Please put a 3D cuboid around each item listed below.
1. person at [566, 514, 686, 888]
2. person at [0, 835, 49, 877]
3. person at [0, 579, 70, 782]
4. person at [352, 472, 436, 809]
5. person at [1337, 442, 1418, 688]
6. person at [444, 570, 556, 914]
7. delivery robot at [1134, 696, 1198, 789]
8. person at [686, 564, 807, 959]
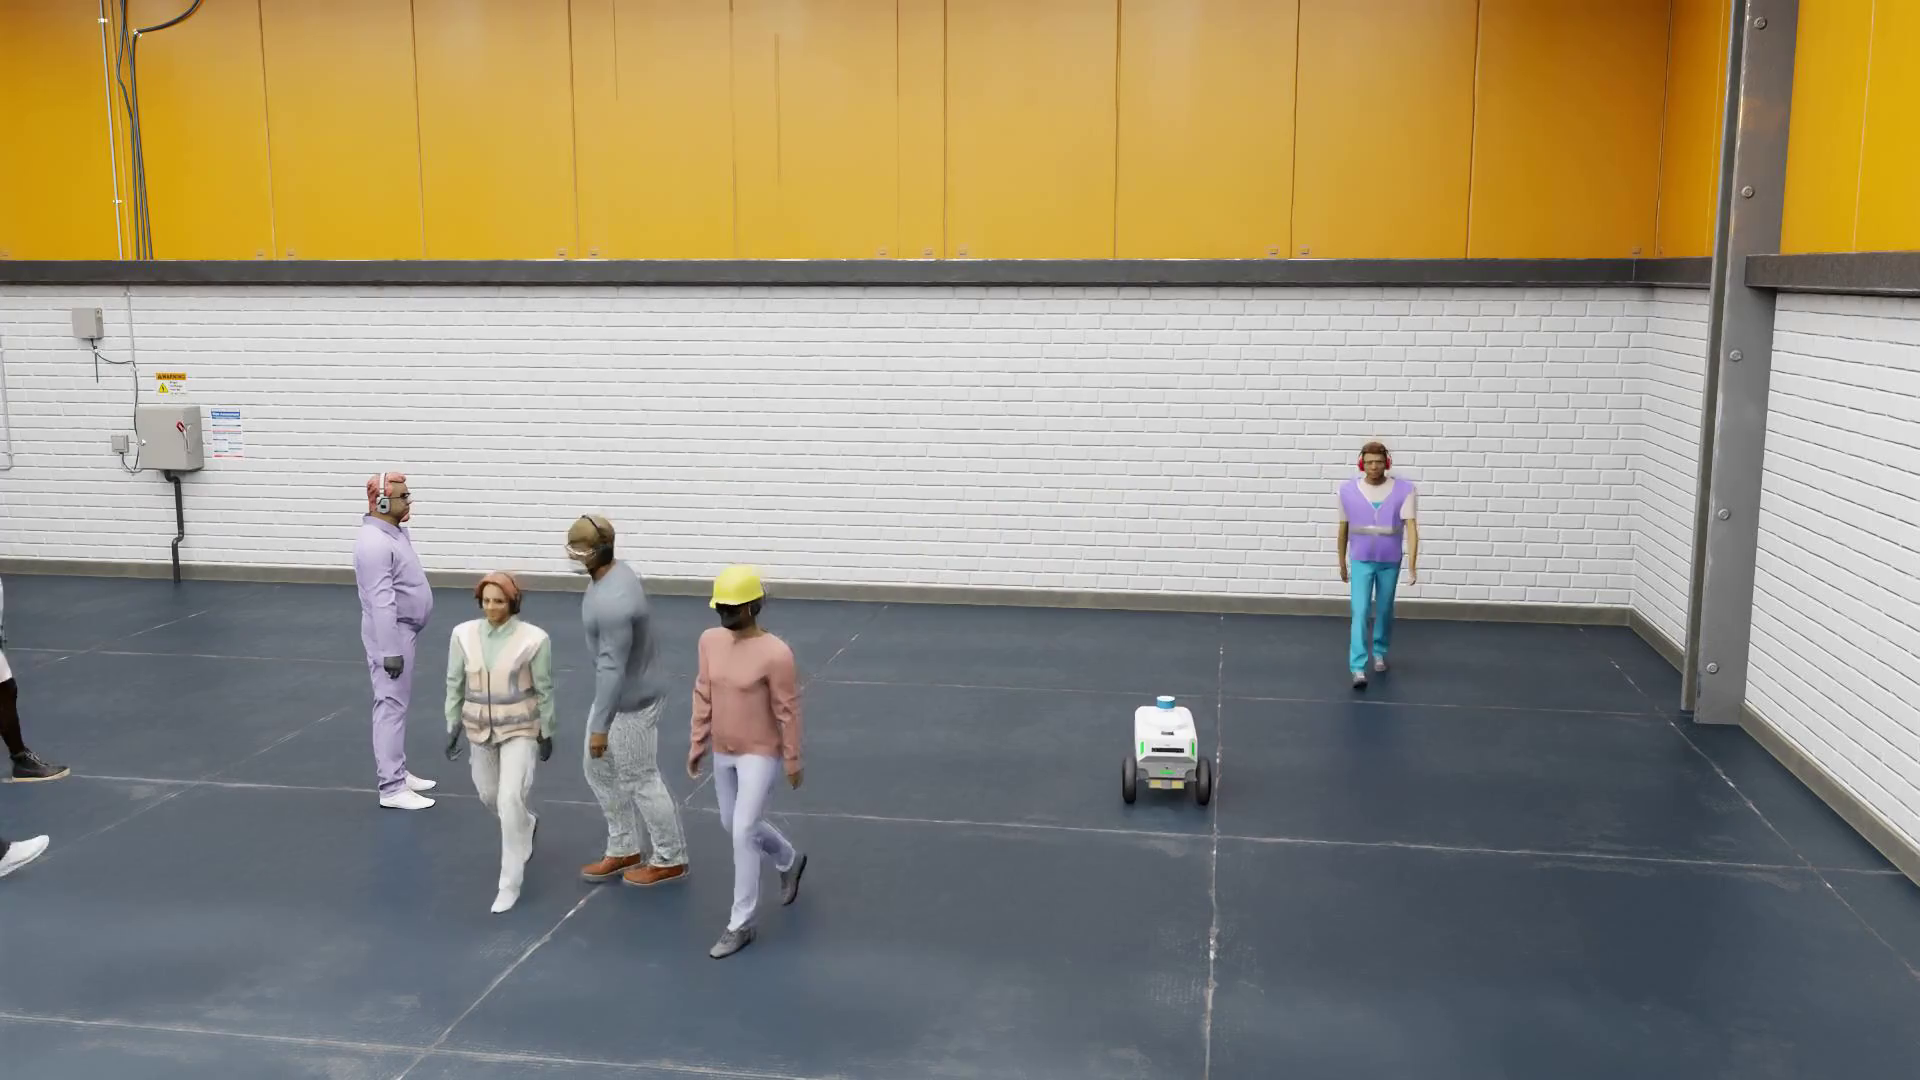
[{"bbox_3d":[-1.626,0.796,8.042,0.604,1.895,0.654,-3,10,-16],"label":"person"},{"bbox_3d":[-5.090,0.822,8.069,1.029,1.834,0.595,-7,12,-37],"label":"person"},{"bbox_3d":[-5.873,0.511,9.733,0.969,1.929,0.604,-3,10,-18],"label":"person"},{"bbox_3d":[-3.198,0.562,9.444,0.410,1.909,0.643,-3,10,-15],"label":"person"},{"bbox_3d":[3.060,0.165,12.267,0.570,1.787,1.002,2,9,11],"label":"person"},{"bbox_3d":[-2.209,0.924,8.136,0.517,1.612,0.753,2,9,11],"label":"person"},{"bbox_3d":[1.193,1.152,9.670,0.477,0.478,0.707,1,9,4],"label":"delivery robot"},{"bbox_3d":[-0.931,0.944,7.595,0.519,1.737,0.757,6,11,34],"label":"person"}]
